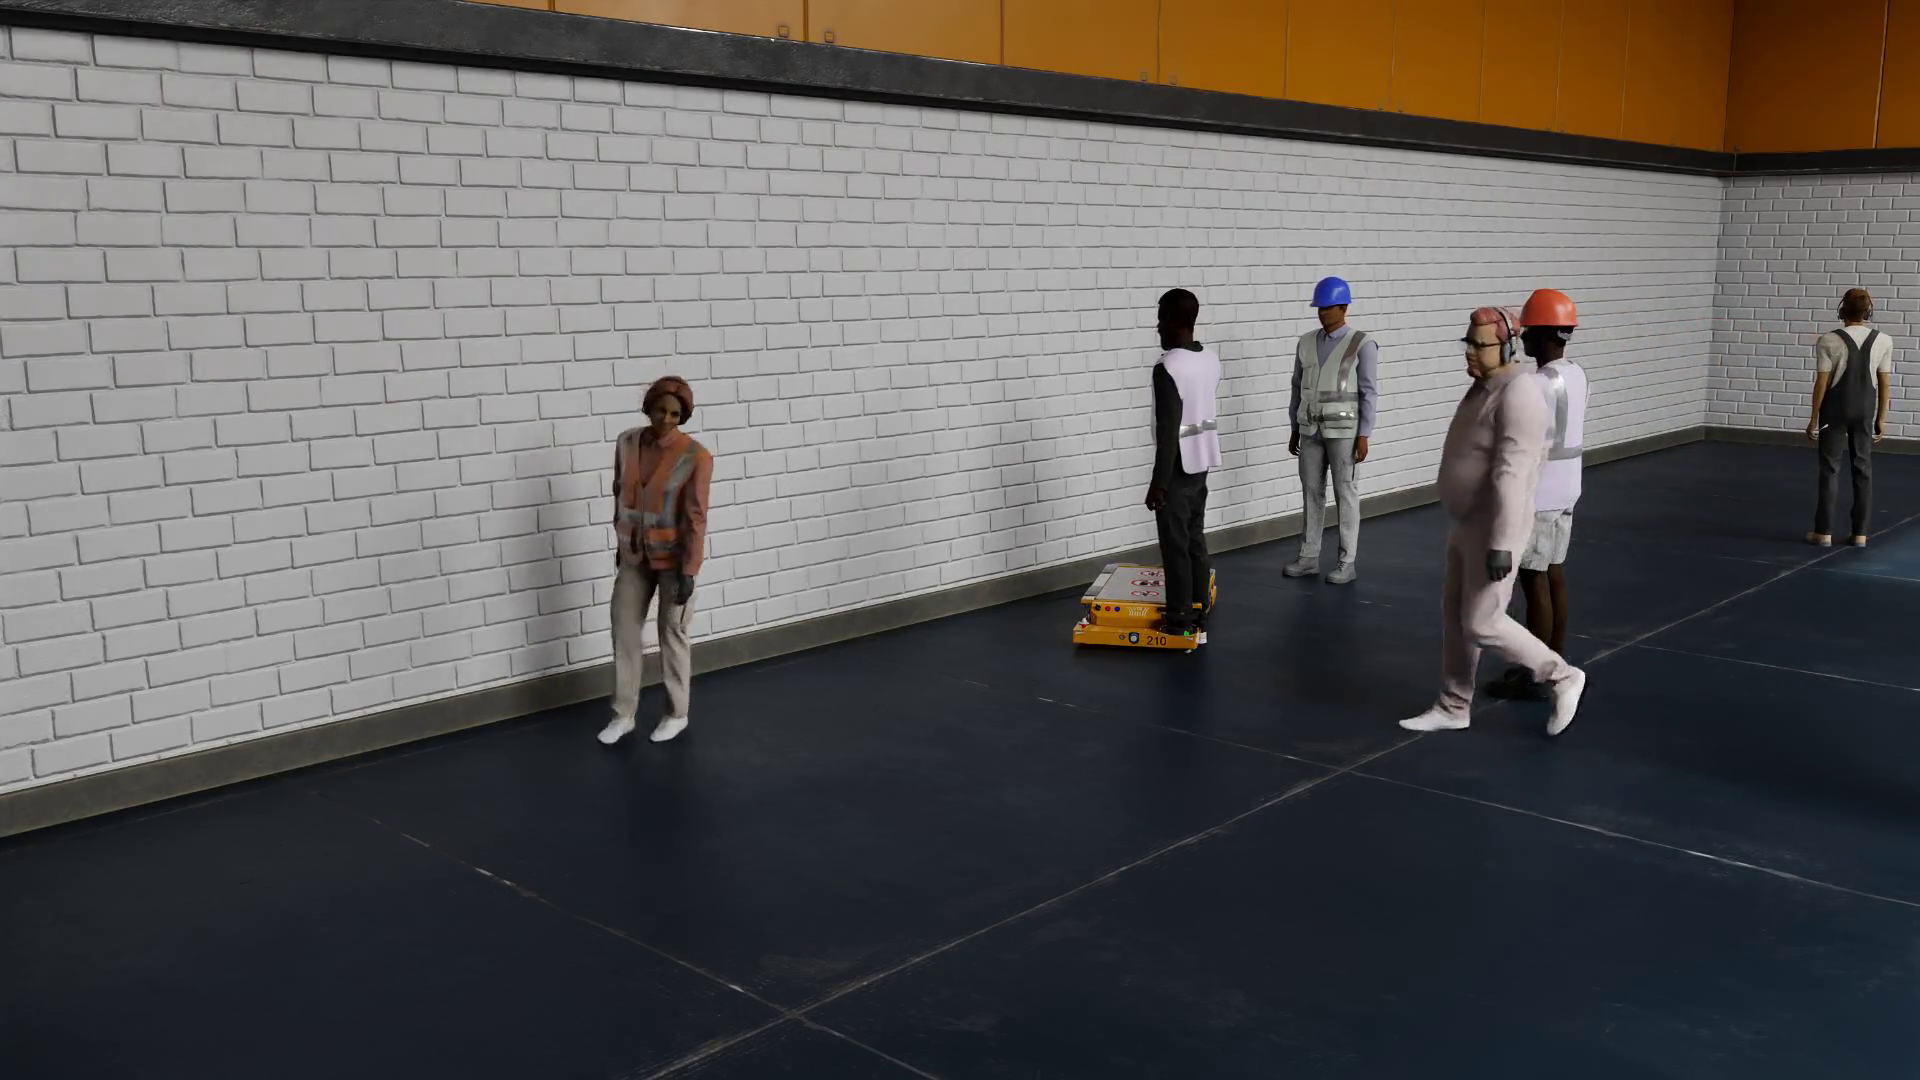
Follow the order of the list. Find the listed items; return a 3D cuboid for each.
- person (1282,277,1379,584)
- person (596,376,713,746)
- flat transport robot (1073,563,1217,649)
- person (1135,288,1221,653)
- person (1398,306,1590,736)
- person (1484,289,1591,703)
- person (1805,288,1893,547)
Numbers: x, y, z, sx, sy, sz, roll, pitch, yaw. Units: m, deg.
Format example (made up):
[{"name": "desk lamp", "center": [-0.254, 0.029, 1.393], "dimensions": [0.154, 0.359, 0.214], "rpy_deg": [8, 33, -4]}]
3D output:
[{"name": "person", "center": [2.360, -0.700, 10.636], "dimensions": [0.396, 1.944, 0.614], "rpy_deg": [-9, 14, -42]}, {"name": "person", "center": [-1.278, 0.103, 7.036], "dimensions": [0.574, 1.595, 0.495], "rpy_deg": [4, 11, 24]}, {"name": "flat transport robot", "center": [1.072, 0.352, 9.410], "dimensions": [0.652, 0.197, 1.431], "rpy_deg": [2, 10, 13]}, {"name": "person", "center": [1.172, -0.362, 8.791], "dimensions": [0.381, 1.917, 0.596], "rpy_deg": [6, 12, 31]}, {"name": "person", "center": [2.316, -0.048, 7.084], "dimensions": [0.659, 1.891, 0.671], "rpy_deg": [0, 10, 1]}, {"name": "person", "center": [2.723, -0.203, 7.831], "dimensions": [0.354, 1.939, 0.544], "rpy_deg": [8, 12, 37]}, {"name": "person", "center": [6.328, -0.866, 11.869], "dimensions": [0.517, 1.843, 0.326], "rpy_deg": [1, 10, 8]}]
